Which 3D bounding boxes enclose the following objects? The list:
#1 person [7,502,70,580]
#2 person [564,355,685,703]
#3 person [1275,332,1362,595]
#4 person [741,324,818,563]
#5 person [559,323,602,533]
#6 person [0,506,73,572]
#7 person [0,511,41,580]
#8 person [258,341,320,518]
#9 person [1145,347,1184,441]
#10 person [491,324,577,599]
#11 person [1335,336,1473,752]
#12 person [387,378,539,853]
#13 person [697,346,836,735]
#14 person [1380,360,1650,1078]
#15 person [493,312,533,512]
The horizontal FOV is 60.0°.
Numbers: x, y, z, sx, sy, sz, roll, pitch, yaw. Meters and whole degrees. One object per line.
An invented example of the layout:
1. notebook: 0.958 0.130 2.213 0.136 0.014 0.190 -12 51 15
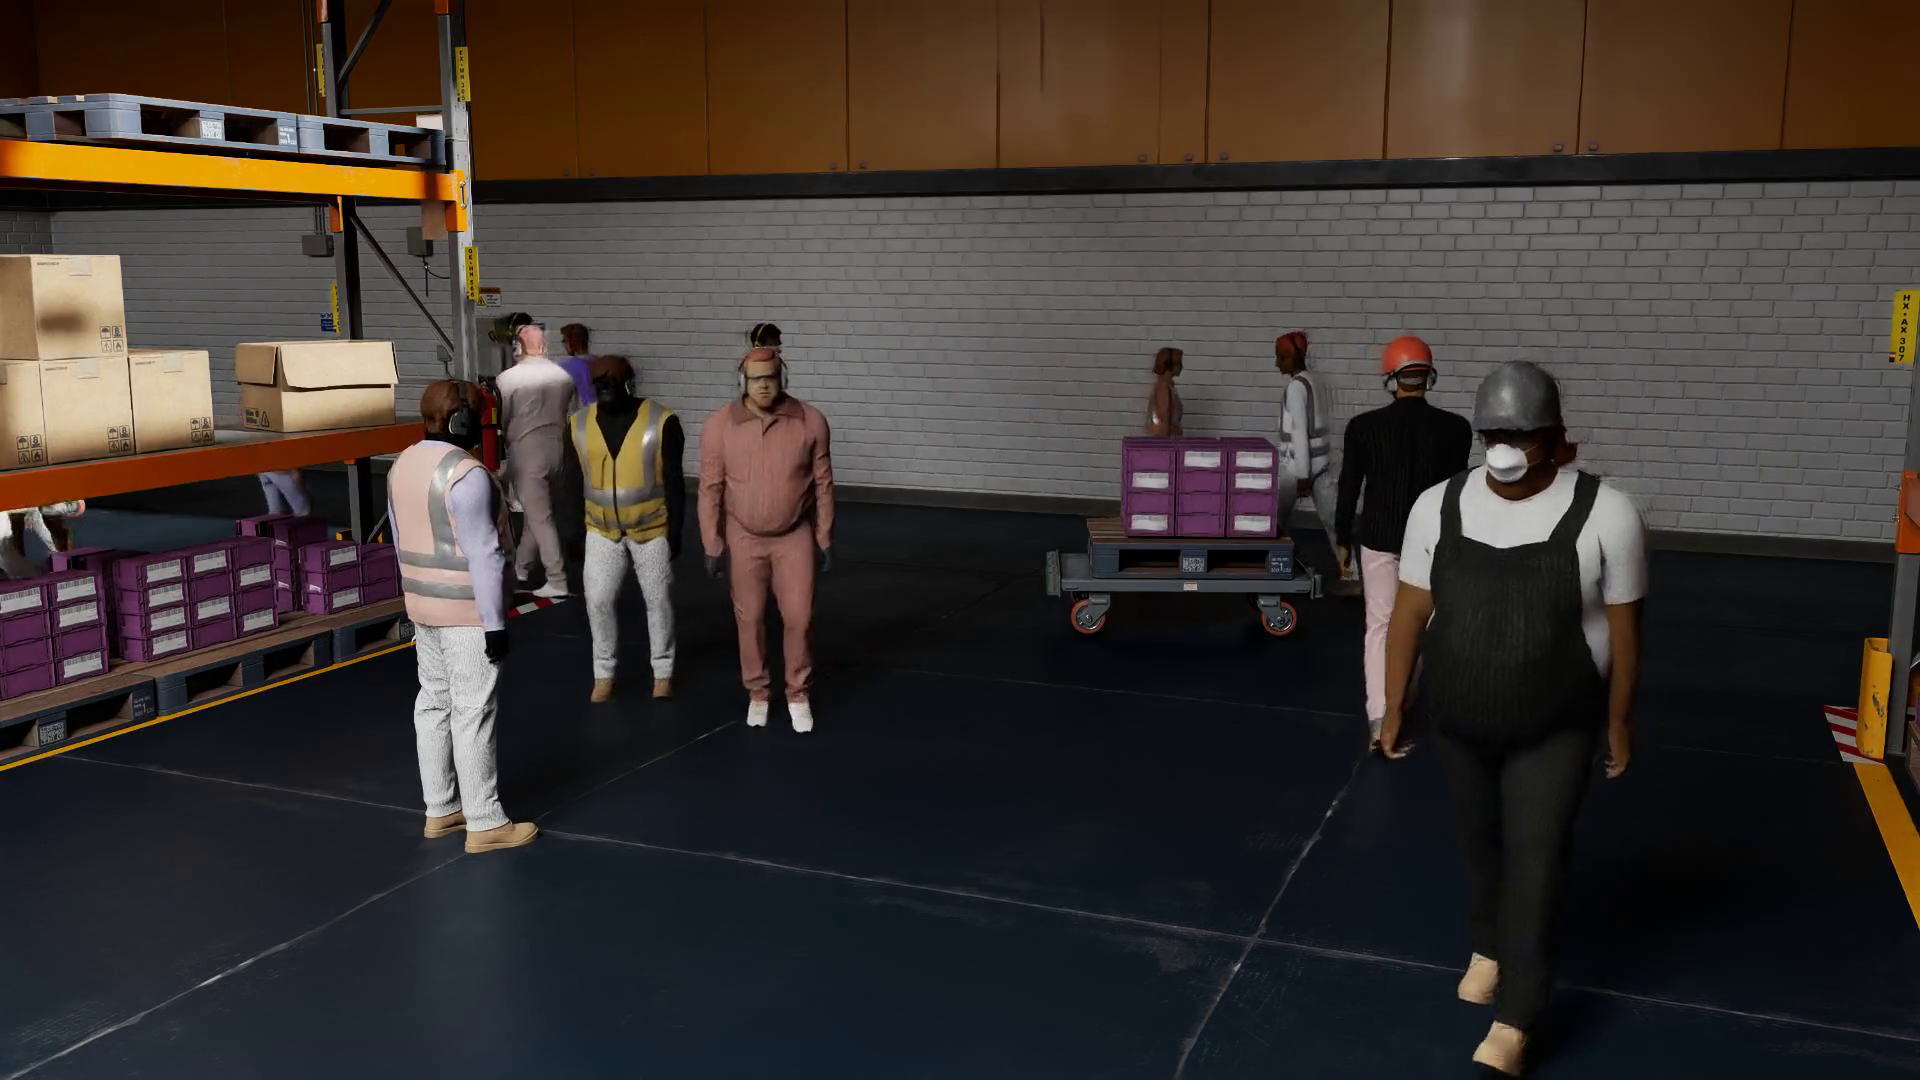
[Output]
1. person: -6.224 -0.493 11.149 0.551 1.878 1.026 -2 10 -11
2. person: -1.729 -0.048 8.629 0.630 1.821 0.448 1 9 6
3. person: 2.340 -0.518 11.457 1.009 1.815 0.666 6 11 33
4. person: -1.365 -0.682 12.384 0.763 1.834 0.530 2 10 11
5. person: -3.059 -0.903 13.866 0.866 1.808 0.574 5 11 29
6. person: -6.807 -0.635 12.090 1.099 1.865 0.687 -1 9 -5
7. person: -6.066 -0.225 10.324 0.511 1.603 0.829 3 10 19
8. person: -4.610 -0.473 11.355 0.360 1.758 0.566 -9 13 -44
9. person: 1.624 -0.719 13.236 0.497 1.626 0.563 2 10 10
10. person: -3.032 -0.542 11.487 0.961 1.862 0.644 6 11 31
11. person: 2.093 0.012 7.888 0.617 1.948 0.982 2 10 13
12. person: -1.944 0.291 6.492 0.622 1.841 0.429 8 13 42
13. person: -0.926 0.012 8.053 0.662 1.883 0.640 -1 9 -6
14. person: 1.554 0.464 4.827 0.704 2.000 0.954 7 12 36
15. person: -4.123 -1.167 15.291 0.445 1.847 0.551 3 10 19
